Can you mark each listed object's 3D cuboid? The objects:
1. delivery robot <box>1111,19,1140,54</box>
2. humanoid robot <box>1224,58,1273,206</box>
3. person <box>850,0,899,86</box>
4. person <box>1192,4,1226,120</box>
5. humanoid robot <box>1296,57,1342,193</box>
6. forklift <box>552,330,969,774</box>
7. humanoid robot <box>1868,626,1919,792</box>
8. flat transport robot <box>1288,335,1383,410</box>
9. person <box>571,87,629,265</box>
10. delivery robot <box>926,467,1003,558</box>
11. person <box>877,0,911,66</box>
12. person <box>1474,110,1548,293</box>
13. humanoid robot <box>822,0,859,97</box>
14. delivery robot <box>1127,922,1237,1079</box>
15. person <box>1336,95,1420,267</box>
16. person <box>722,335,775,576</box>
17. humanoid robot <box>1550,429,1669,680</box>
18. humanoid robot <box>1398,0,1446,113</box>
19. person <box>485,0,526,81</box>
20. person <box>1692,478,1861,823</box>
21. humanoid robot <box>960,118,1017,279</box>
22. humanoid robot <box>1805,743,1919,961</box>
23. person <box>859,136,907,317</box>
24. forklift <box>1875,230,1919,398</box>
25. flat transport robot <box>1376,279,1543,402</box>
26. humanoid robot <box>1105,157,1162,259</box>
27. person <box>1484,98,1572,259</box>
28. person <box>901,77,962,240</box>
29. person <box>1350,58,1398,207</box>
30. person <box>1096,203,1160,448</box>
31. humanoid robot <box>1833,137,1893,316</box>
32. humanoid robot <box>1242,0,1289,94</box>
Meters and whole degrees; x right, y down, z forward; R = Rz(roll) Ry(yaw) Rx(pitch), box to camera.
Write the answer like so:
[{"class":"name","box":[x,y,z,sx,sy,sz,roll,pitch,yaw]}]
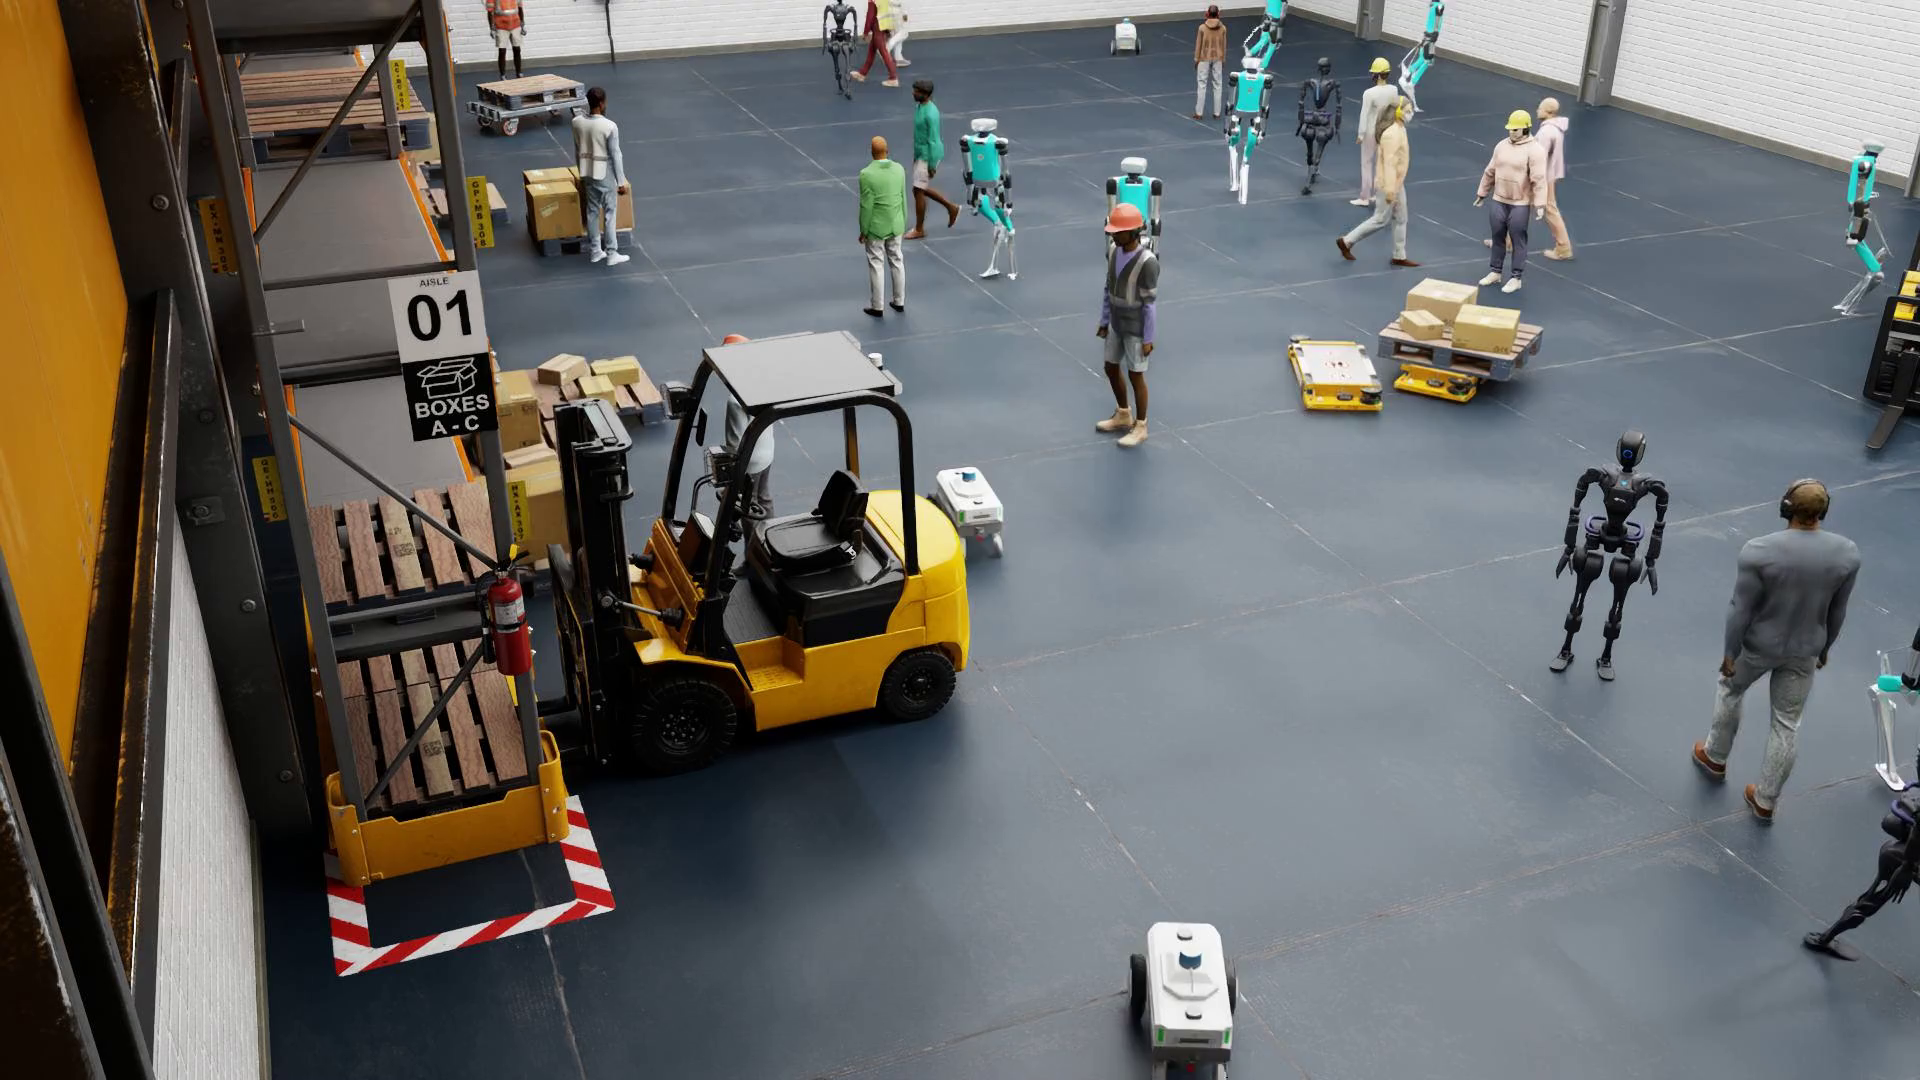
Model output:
[{"class":"delivery robot","box":[2.915,-8.852,29.295,0.499,0.612,0.784,1,27,2]},{"class":"humanoid robot","box":[3.501,-5.043,20.409,0.551,1.791,0.847,3,27,7]},{"class":"person","box":[-1.382,-8.143,26.563,0.917,1.716,0.495,10,28,19]},{"class":"person","box":[3.667,-7.003,24.386,0.461,1.644,0.313,-2,27,-5]},{"class":"humanoid robot","box":[4.489,-5.202,20.820,0.600,1.621,0.816,15,30,28]},{"class":"forklift","box":[-1.094,0.010,9.831,2.313,2.155,1.214,-10,28,-20]},{"class":"humanoid robot","box":[5.301,0.676,9.070,0.556,1.831,0.755,-1,27,-1]},{"class":"flat transport robot","box":[3.368,-1.507,14.986,0.659,0.231,1.431,2,27,3]},{"class":"person","box":[-3.884,-3.919,17.964,0.596,1.908,0.411,13,29,24]},{"class":"delivery robot","box":[0.061,-0.241,12.165,0.499,0.609,0.813,-7,27,-13]},{"class":"person","box":[-1.121,-8.865,27.839,0.585,1.866,0.600,-15,30,-27]},{"class":"person","box":[5.730,-3.521,17.230,0.434,1.854,0.818,-20,33,-34]},{"class":"humanoid robot","box":[-1.857,-7.706,25.759,0.586,1.635,0.658,0,27,1]},{"class":"delivery robot","box":[1.027,2.074,7.529,0.499,0.580,0.776,1,27,2]},{"class":"person","box":[4.590,-3.855,17.903,0.845,1.848,0.569,10,28,18]},{"class":"person","box":[-1.477,-0.585,11.510,0.352,1.742,0.572,7,28,14]},{"class":"humanoid robot","box":[4.006,0.088,10.228,0.599,1.657,0.315,12,29,22]},{"class":"humanoid robot","box":[6.843,-7.255,24.885,0.654,1.854,0.569,1,27,1]},{"class":"person","box":[-7.171,-8.146,26.314,0.603,1.959,0.370,-19,32,-33]},{"class":"person","box":[4.450,0.567,9.057,0.628,1.893,0.782,4,27,8]},{"class":"humanoid robot","box":[0.377,-3.587,17.503,0.560,1.793,0.798,12,29,22]},{"class":"humanoid robot","box":[4.499,1.378,7.713,0.745,1.625,0.613,22,34,37]},{"class":"person","box":[-0.767,-3.097,16.464,0.550,1.779,0.384,-18,32,-31]},{"class":"forklift","box":[9.029,-2.397,14.618,1.214,2.155,2.313,18,32,32]},{"class":"flat transport robot","box":[4.538,-1.608,15.187,0.659,0.231,1.431,16,31,29]},{"class":"humanoid robot","box":[1.594,-2.667,15.636,0.558,1.717,0.983,5,27,10]},{"class":"person","box":[6.388,-3.964,18.249,0.959,1.737,0.518,11,29,20]},{"class":"person","box":[-0.342,-4.343,18.893,0.704,1.824,0.506,-7,27,-13]},{"class":"person","box":[5.027,-4.938,20.153,0.527,1.760,0.332,-14,30,-25]},{"class":"person","box":[1.341,-1.735,13.490,0.433,2.031,0.608,-14,30,-26]},{"class":"humanoid robot","box":[9.015,-3.054,16.424,0.656,1.800,0.530,12,29,22]},{"class":"humanoid robot","box":[4.699,-7.800,25.977,0.731,1.881,0.539,-12,29,-22]}]
